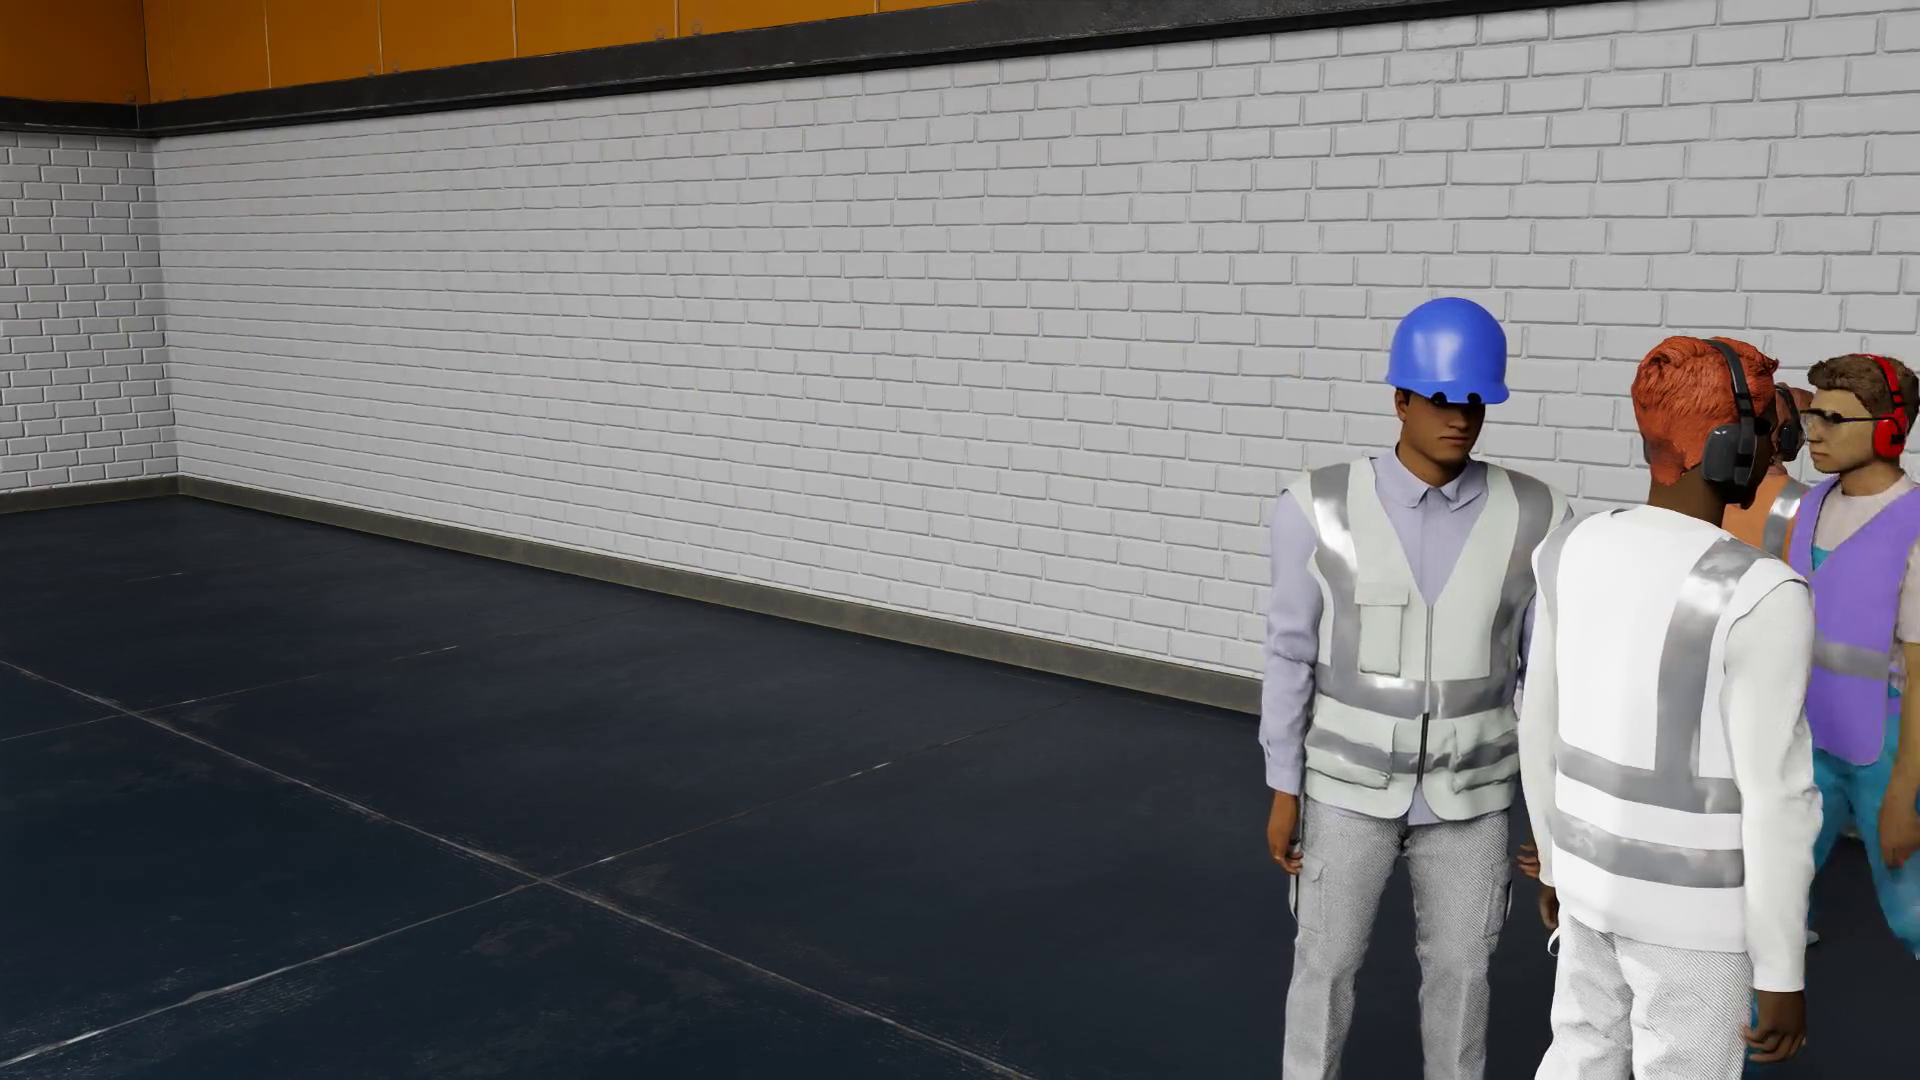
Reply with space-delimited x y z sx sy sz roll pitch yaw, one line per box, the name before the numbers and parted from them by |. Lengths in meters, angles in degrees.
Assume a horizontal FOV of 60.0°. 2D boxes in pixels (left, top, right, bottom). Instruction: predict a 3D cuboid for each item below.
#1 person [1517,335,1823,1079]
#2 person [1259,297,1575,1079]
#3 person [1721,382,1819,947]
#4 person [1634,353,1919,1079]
person | 1.171 0.606 2.776 0.347 1.882 0.584 -4 11 -20
person | 0.913 0.489 3.332 0.622 1.934 0.437 1 10 6
person | 2.308 0.364 4.848 0.307 1.641 0.513 -4 11 -22
person | 2.089 0.475 3.778 0.969 1.808 0.573 0 10 -2
